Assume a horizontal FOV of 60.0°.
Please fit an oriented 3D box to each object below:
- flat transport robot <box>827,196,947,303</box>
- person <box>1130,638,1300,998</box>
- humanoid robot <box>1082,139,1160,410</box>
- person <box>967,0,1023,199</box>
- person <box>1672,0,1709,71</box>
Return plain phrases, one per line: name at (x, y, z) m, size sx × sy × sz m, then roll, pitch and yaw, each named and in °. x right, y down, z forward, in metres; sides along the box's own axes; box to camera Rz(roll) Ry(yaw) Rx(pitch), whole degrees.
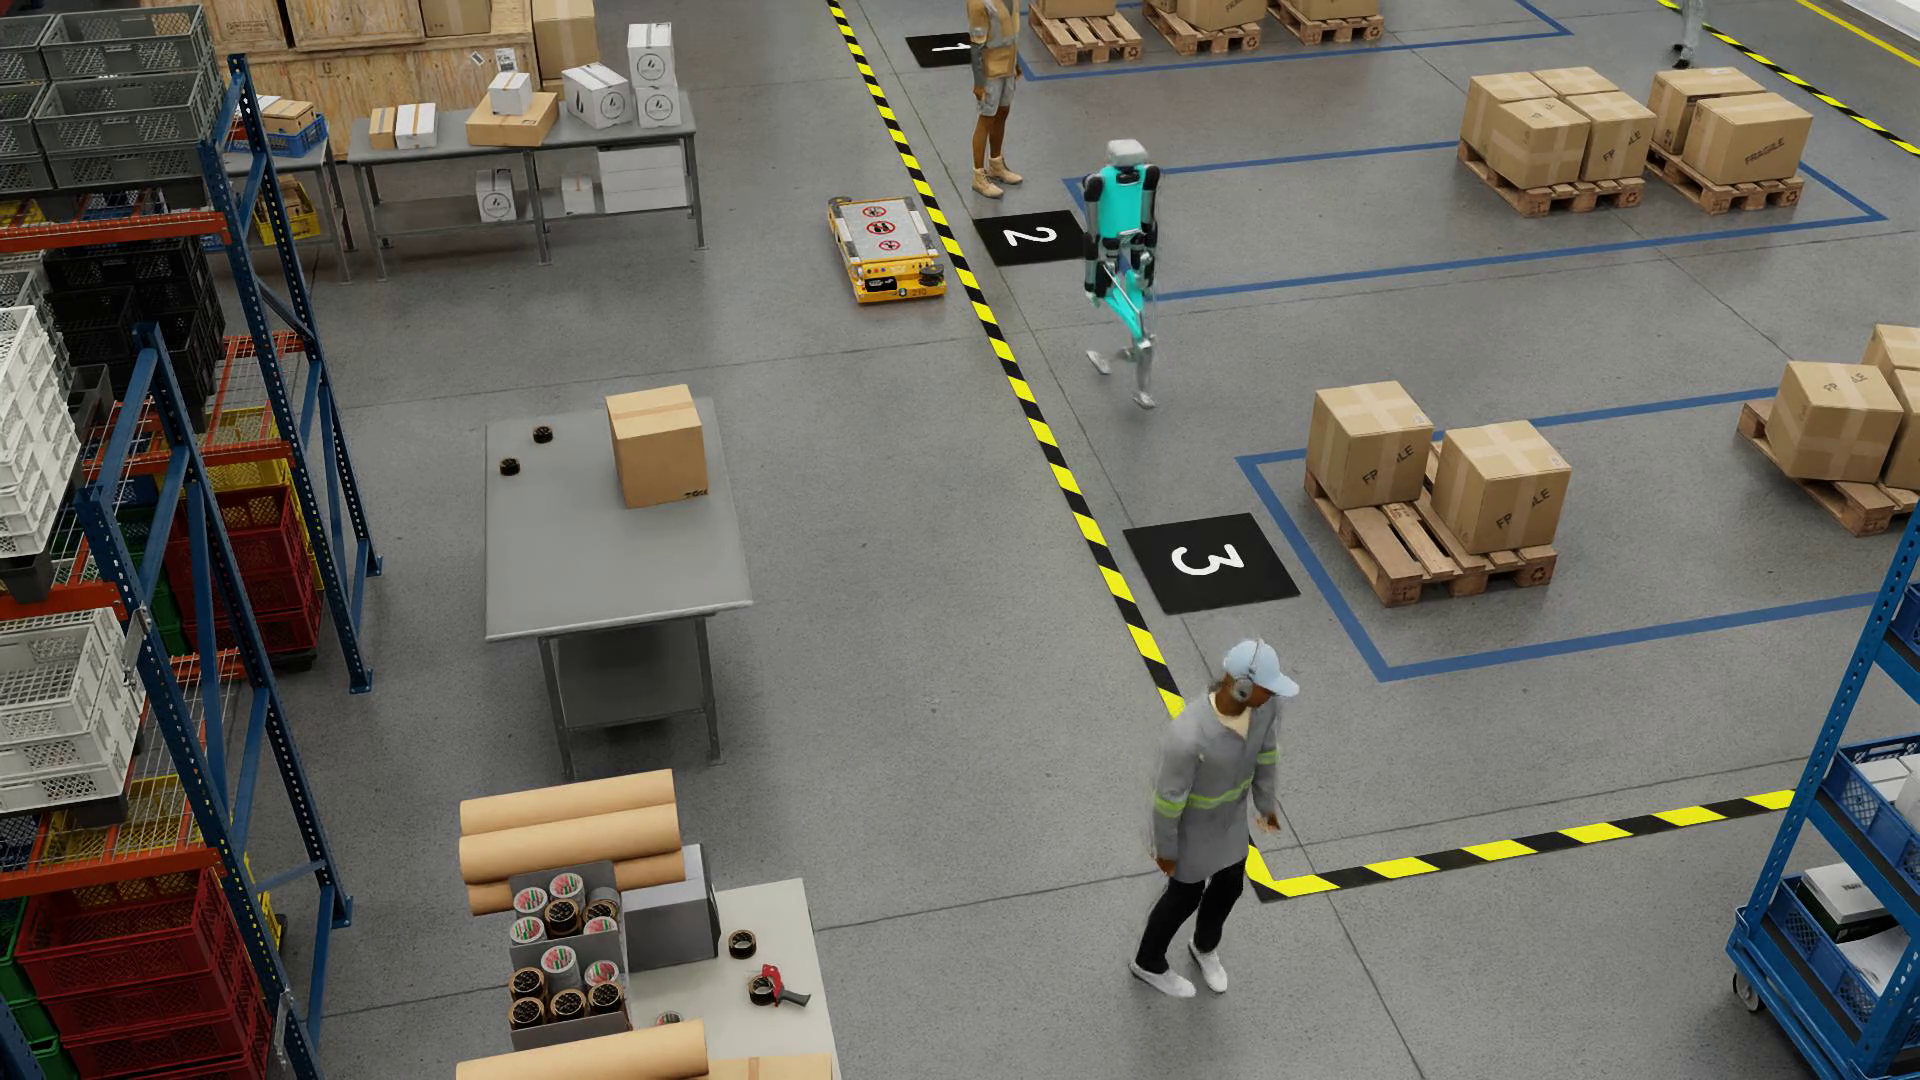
flat transport robot at (-0.570, -2.220, 12.538) m, size 0.659 × 0.231 × 1.431 m, roll -8°, pitch 37°, yaw -10°
person at (1.026, 1.132, 6.749) m, size 0.613 × 1.821 × 0.426 m, roll -25°, pitch 43°, yaw -30°
humanoid robot at (1.115, -1.592, 10.504) m, size 0.542 × 1.752 × 1.048 m, roll -18°, pitch 40°, yaw -22°
person at (0.312, -3.709, 13.055) m, size 0.379 × 2.039 × 0.614 m, roll 21°, pitch 42°, yaw 26°
person at (6.860, -5.271, 15.378) m, size 0.408 × 1.783 × 0.715 m, roll 12°, pitch 38°, yaw 16°
